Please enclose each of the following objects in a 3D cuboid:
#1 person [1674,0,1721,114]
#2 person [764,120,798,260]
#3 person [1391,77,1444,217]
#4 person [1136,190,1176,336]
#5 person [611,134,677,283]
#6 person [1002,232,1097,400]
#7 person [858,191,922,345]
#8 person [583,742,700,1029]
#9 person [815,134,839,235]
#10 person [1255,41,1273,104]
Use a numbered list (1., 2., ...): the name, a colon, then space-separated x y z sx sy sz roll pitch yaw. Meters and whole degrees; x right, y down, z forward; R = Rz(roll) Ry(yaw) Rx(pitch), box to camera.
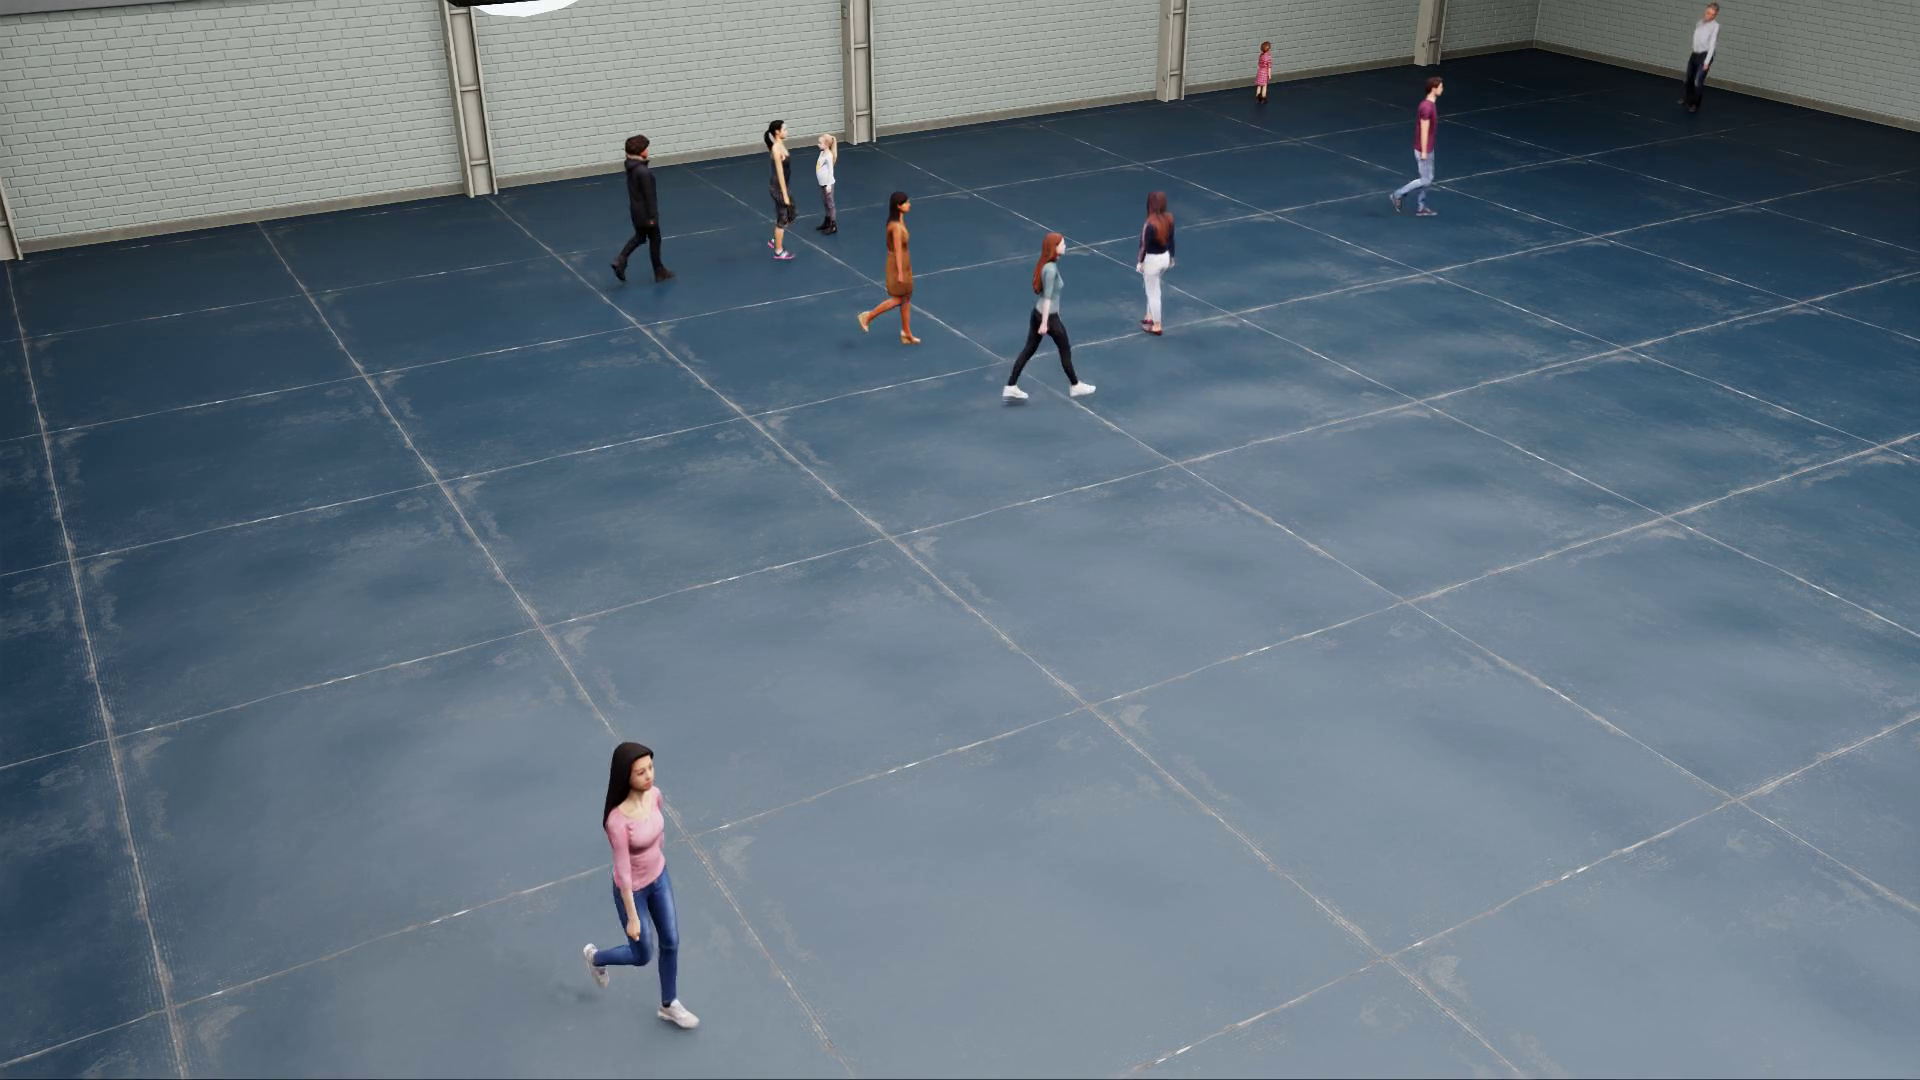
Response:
1. person: 12.268 -7.978 27.514 0.727 1.775 0.873 -3 27 -6
2. person: -2.294 -4.276 20.389 0.737 1.716 0.684 0 27 1
3. person: 6.092 -5.190 22.033 1.019 1.837 0.959 7 28 13
4. person: 2.161 -2.976 17.994 0.644 1.597 0.750 -24 36 -39
5. person: -3.772 -3.844 19.501 1.069 1.761 0.721 -20 33 -33
6. person: 0.763 -2.127 16.245 1.246 1.690 0.885 -4 28 -8
7. person: -0.730 -2.864 17.691 0.987 1.675 0.873 3 27 5
8. person: -1.710 1.783 8.610 0.905 1.727 0.944 14 31 26
9. person: -1.715 -4.623 21.540 0.528 1.279 0.517 -10 29 -19
10. person: 5.175 -7.964 28.310 0.487 1.021 0.458 -23 35 -37
